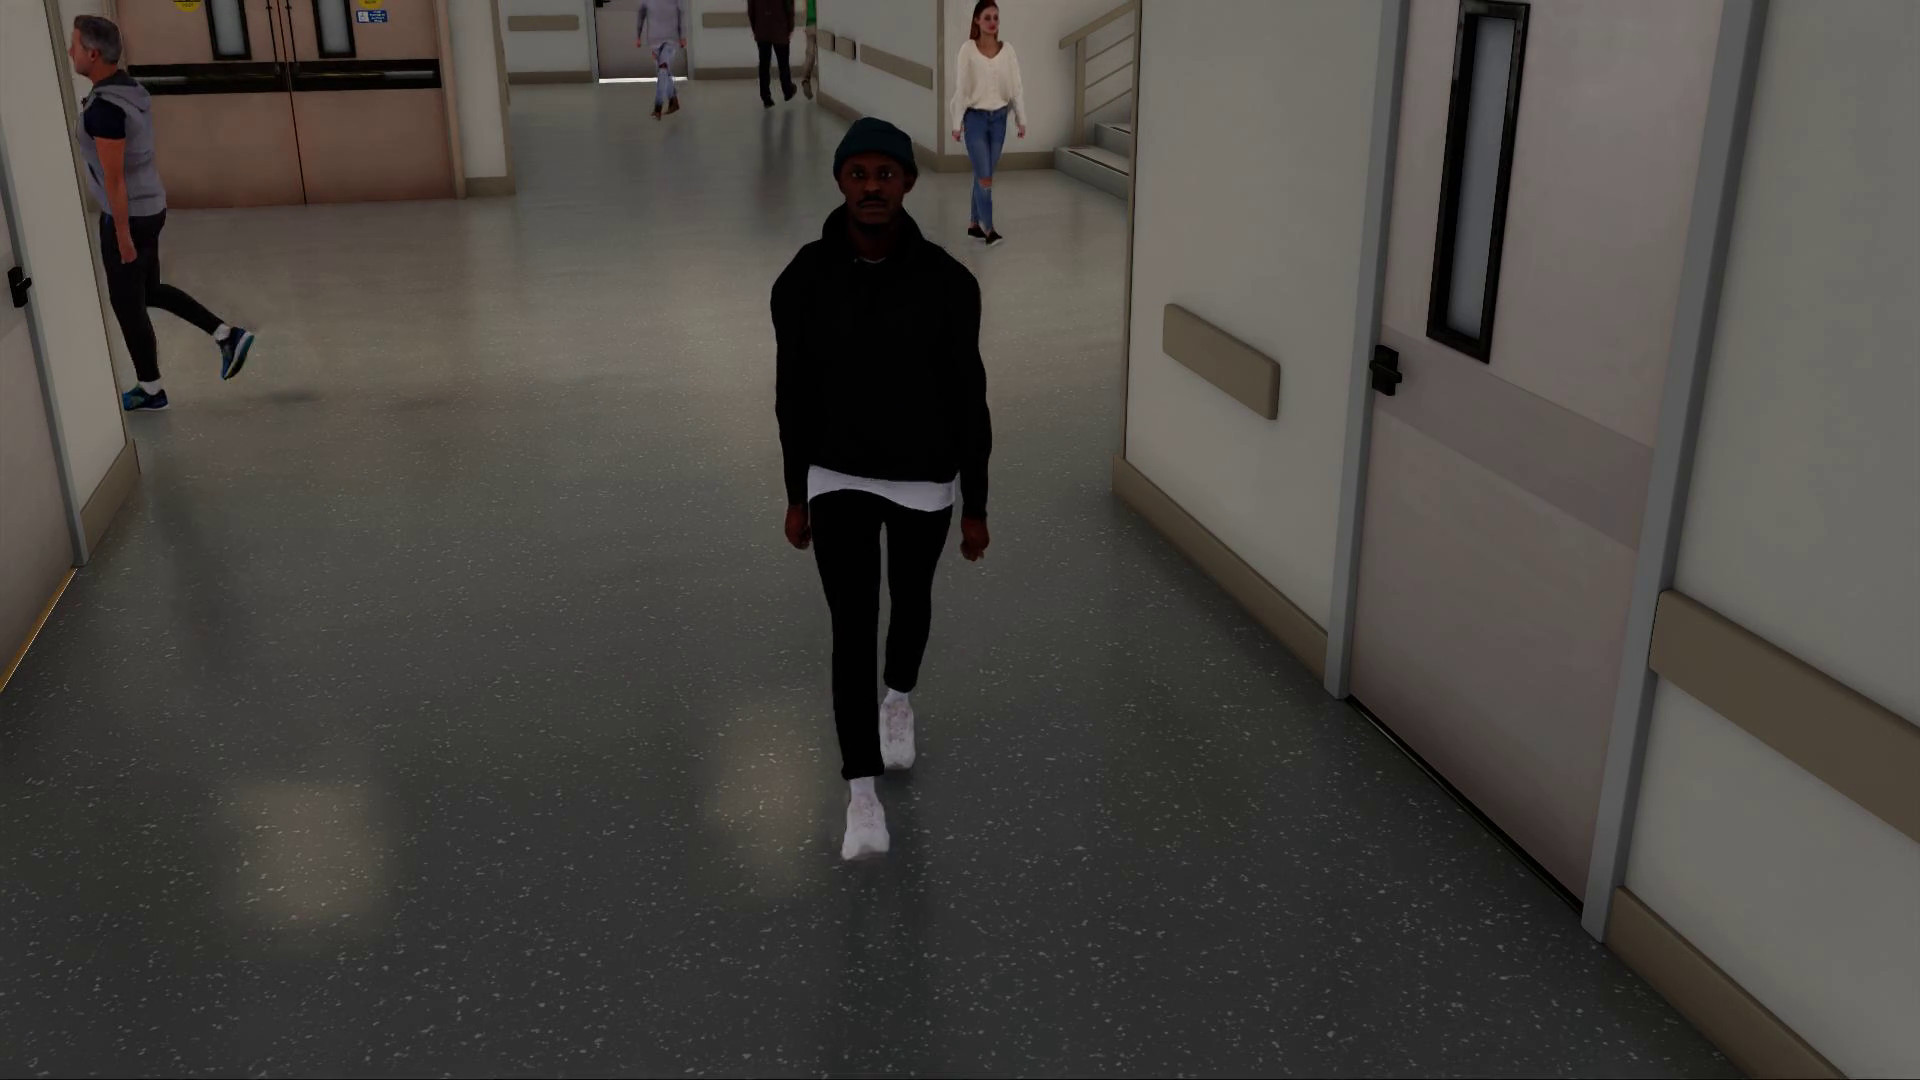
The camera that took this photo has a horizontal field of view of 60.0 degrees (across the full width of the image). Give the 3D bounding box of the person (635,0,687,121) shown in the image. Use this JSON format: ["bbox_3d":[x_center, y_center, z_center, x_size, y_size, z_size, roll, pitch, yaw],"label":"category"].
[{"bbox_3d":[-3.342,-5.651,18.780,1.248,1.784,1.107,4,21,11],"label":"person"}]

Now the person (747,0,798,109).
[{"bbox_3d":[-2.276,-6.072,19.862,1.189,1.804,1.105,3,21,8],"label":"person"}]

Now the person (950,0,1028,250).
[{"bbox_3d":[0.138,-2.910,11.711,0.929,1.664,0.791,-9,23,-22],"label":"person"}]

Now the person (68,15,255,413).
[{"bbox_3d":[-3.761,-1.495,7.769,0.931,1.810,0.734,-4,21,-9],"label":"person"}]

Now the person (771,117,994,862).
[{"bbox_3d":[-0.192,-0.152,4.281,1.173,1.770,0.910,-2,21,-4],"label":"person"}]

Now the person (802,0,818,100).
[{"bbox_3d":[-1.809,-6.396,20.965,1.080,1.629,0.987,5,21,13],"label":"person"}]
